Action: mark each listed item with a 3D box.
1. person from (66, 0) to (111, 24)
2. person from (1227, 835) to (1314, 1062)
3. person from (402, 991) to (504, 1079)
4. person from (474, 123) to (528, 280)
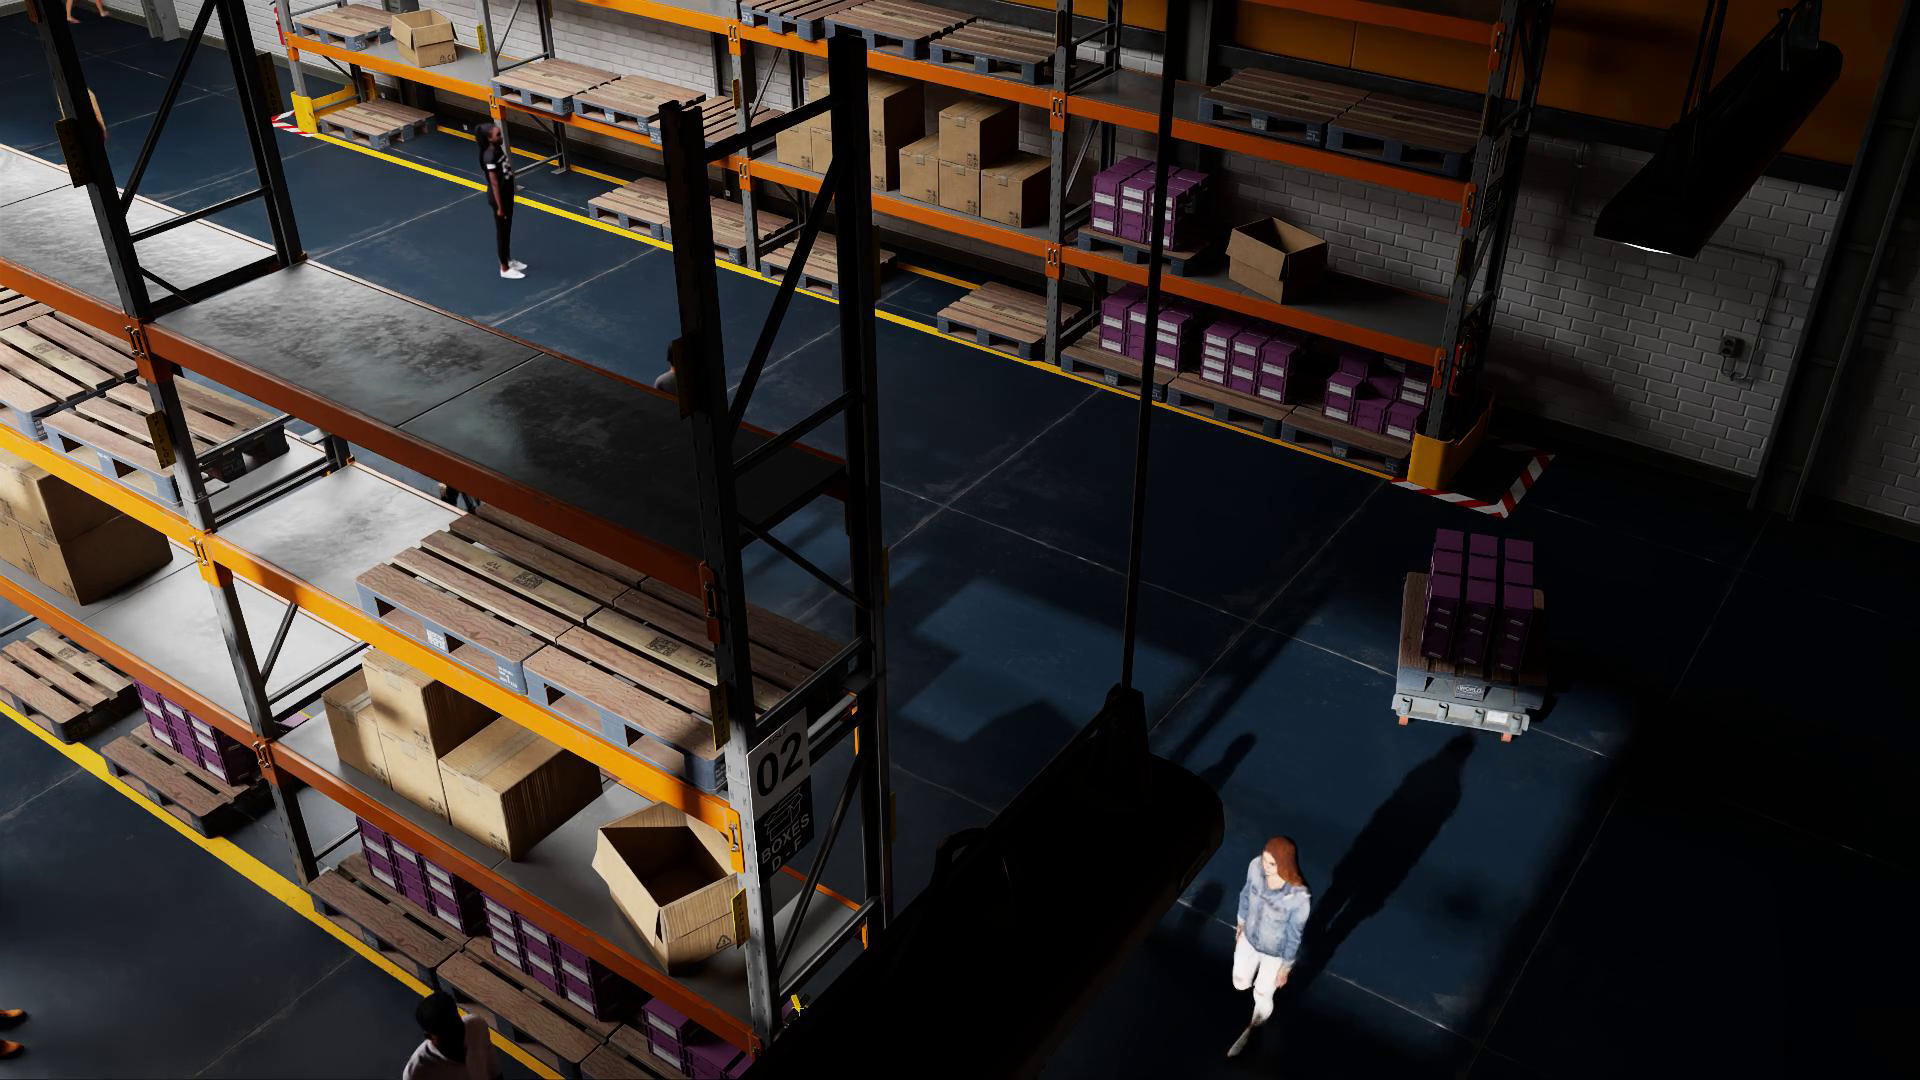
[{"bbox_3d":[-13.984,-9.088,26.368,1.083,1.698,0.934,9,35,13],"label":"person"},{"bbox_3d":[1.798,2.233,9.349,0.798,1.685,0.820,-22,40,-30],"label":"person"},{"bbox_3d":[-2.518,2.846,8.327,0.979,1.796,0.648,21,39,28],"label":"person"},{"bbox_3d":[-5.047,-3.746,18.305,0.741,1.728,0.702,-2,34,-3],"label":"person"}]
